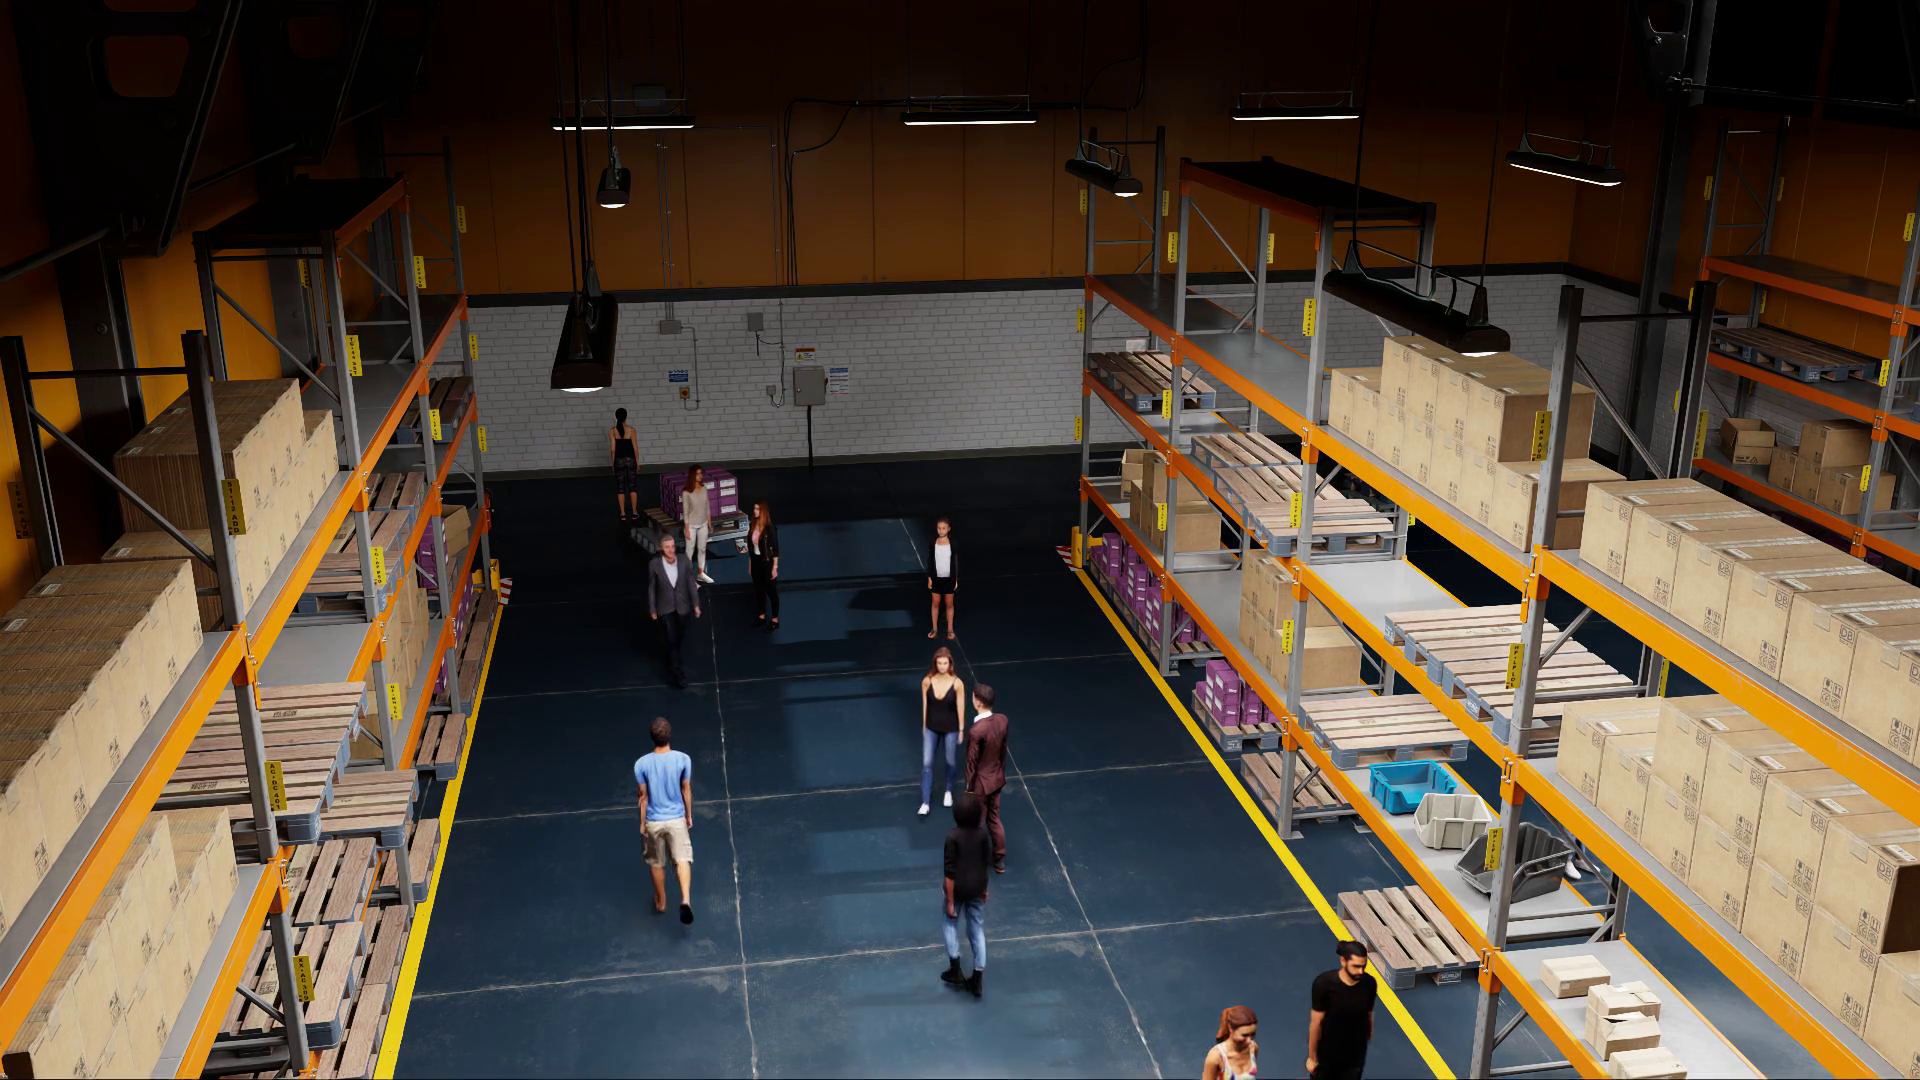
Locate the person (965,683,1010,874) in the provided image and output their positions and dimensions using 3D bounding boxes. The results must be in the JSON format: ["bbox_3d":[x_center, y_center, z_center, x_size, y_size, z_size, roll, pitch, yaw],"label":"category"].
[{"bbox_3d":[0.227,2.184,15.039,0.823,1.859,0.774,14,23,36],"label":"person"}]

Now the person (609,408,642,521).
[{"bbox_3d":[-5.071,-1.156,25.158,0.571,1.729,0.534,-3,19,-7],"label":"person"}]

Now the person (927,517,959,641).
[{"bbox_3d":[-0.212,0.456,20.644,0.588,1.556,0.615,2,19,5],"label":"person"}]

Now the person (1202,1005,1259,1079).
[{"bbox_3d":[1.652,3.701,10.694,0.779,1.756,1.097,-8,20,-22],"label":"person"}]

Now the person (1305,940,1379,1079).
[{"bbox_3d":[2.560,3.470,11.409,0.655,1.739,0.949,-2,19,-7],"label":"person"}]

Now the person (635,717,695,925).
[{"bbox_3d":[-2.517,2.446,14.285,0.690,1.842,1.003,-5,19,-15],"label":"person"}]

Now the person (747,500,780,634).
[{"bbox_3d":[-2.442,0.303,20.851,0.668,1.713,0.739,14,23,36],"label":"person"}]

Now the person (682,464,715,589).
[{"bbox_3d":[-3.565,-0.203,22.363,0.720,1.706,0.679,16,25,40],"label":"person"}]

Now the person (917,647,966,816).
[{"bbox_3d":[-0.160,1.824,16.354,0.750,1.700,0.932,3,19,10],"label":"person"}]

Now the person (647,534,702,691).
[{"bbox_3d":[-3.348,0.779,19.321,0.972,1.788,1.296,-10,21,-27],"label":"person"}]

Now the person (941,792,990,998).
[{"bbox_3d":[0.067,2.862,13.303,0.665,1.682,0.760,-9,21,-26],"label":"person"}]
